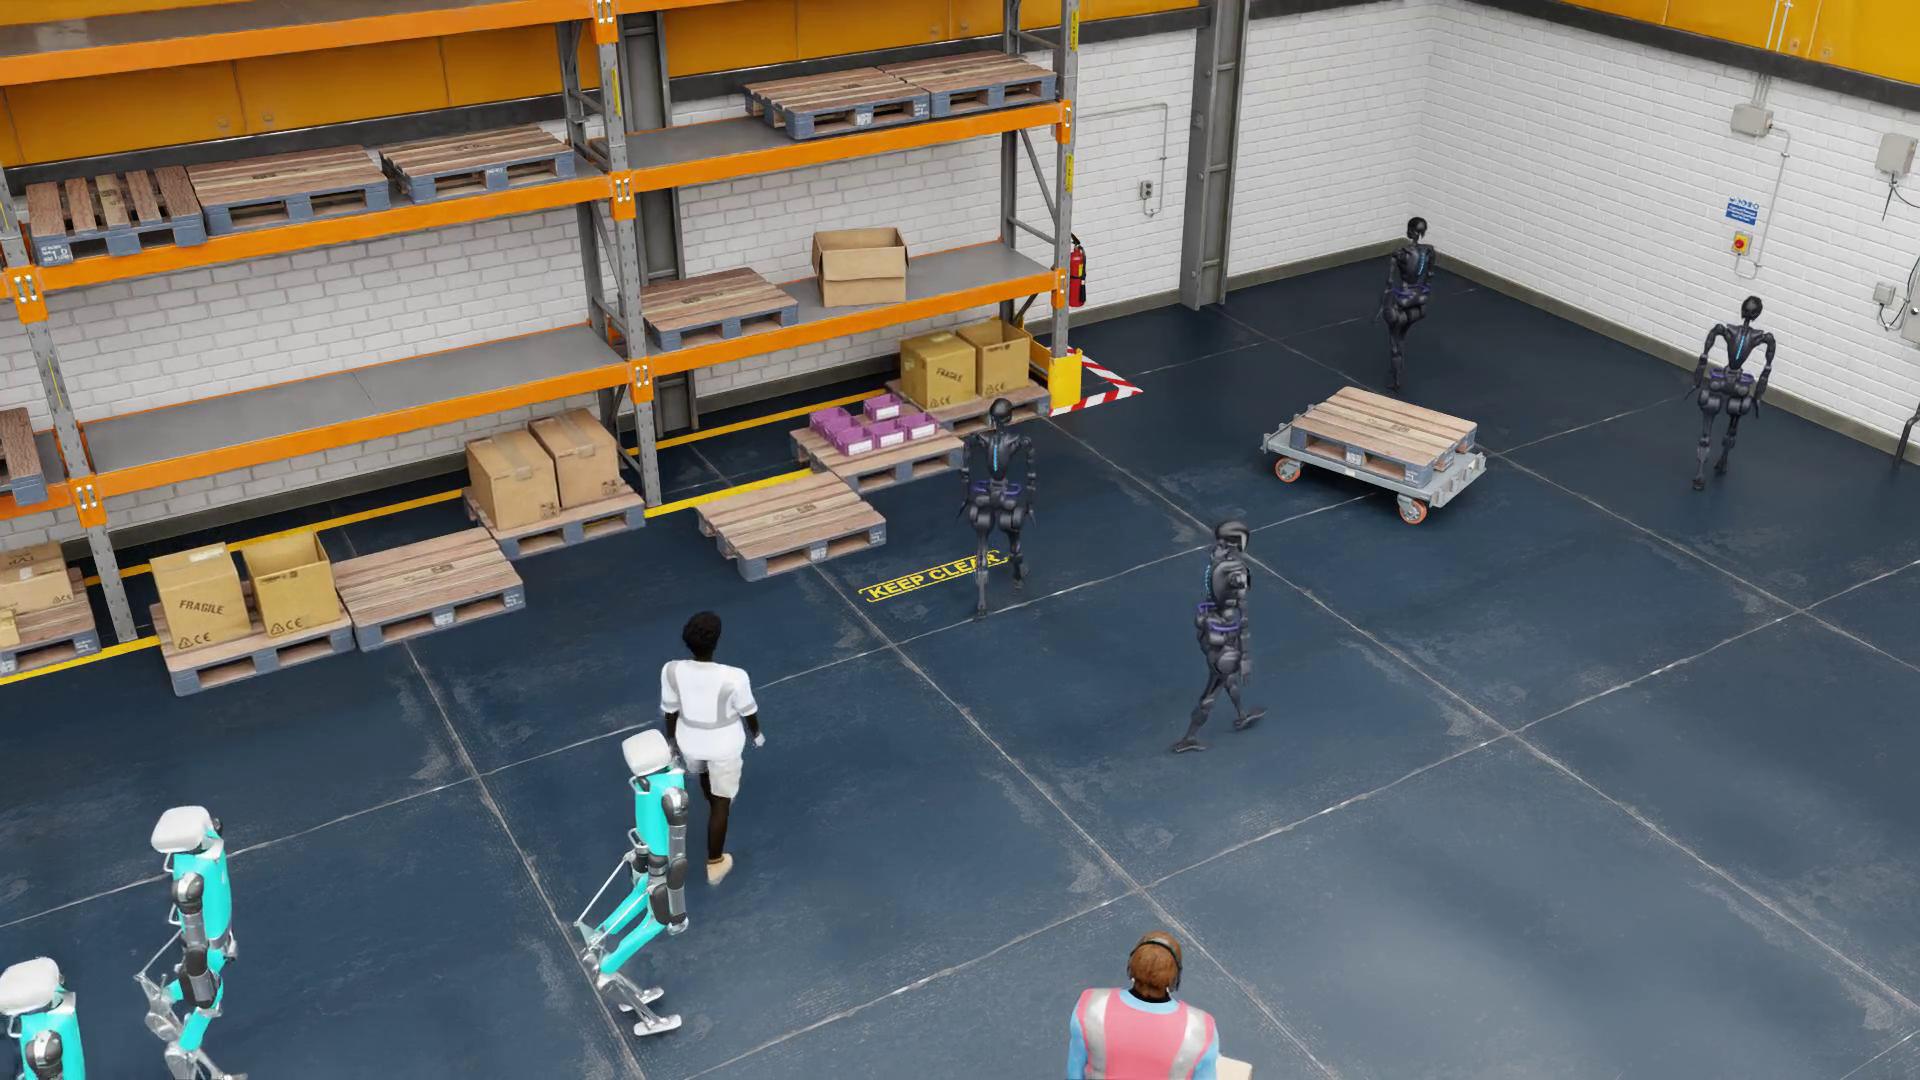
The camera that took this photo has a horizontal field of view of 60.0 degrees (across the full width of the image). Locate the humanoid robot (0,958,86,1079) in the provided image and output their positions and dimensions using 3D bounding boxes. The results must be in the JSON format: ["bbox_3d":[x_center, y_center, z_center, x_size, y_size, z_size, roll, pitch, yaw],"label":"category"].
[{"bbox_3d":[-3.986,2.604,6.941,0.883,1.841,0.569,-13,32,-21],"label":"humanoid robot"}]

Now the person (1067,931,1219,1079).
[{"bbox_3d":[0.768,2.417,7.112,0.638,1.831,0.430,6,30,11],"label":"person"}]

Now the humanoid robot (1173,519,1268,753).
[{"bbox_3d":[1.714,0.598,10.505,0.721,1.632,0.603,-7,30,-12],"label":"humanoid robot"}]

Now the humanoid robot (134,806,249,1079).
[{"bbox_3d":[-3.717,2.089,7.899,0.724,1.908,0.538,-5,30,-9],"label":"humanoid robot"}]

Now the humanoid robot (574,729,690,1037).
[{"bbox_3d":[-1.671,1.755,8.269,0.719,1.694,0.534,-16,33,-26],"label":"humanoid robot"}]

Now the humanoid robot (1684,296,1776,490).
[{"bbox_3d":[6.356,-1.264,13.793,0.591,1.642,0.652,13,32,21],"label":"humanoid robot"}]

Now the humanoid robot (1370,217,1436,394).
[{"bbox_3d":[4.102,-2.193,15.427,0.612,1.650,0.458,-14,32,-23],"label":"humanoid robot"}]

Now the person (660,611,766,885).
[{"bbox_3d":[-1.384,1.110,9.594,0.543,1.664,0.838,8,31,15],"label":"person"}]

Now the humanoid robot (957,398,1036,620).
[{"bbox_3d":[0.267,-0.278,12.070,0.601,1.630,0.735,6,30,11],"label":"humanoid robot"}]

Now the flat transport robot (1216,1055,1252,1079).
[{"bbox_3d":[1.216,3.151,7.397,0.659,0.231,1.431,11,31,19],"label":"flat transport robot"}]
